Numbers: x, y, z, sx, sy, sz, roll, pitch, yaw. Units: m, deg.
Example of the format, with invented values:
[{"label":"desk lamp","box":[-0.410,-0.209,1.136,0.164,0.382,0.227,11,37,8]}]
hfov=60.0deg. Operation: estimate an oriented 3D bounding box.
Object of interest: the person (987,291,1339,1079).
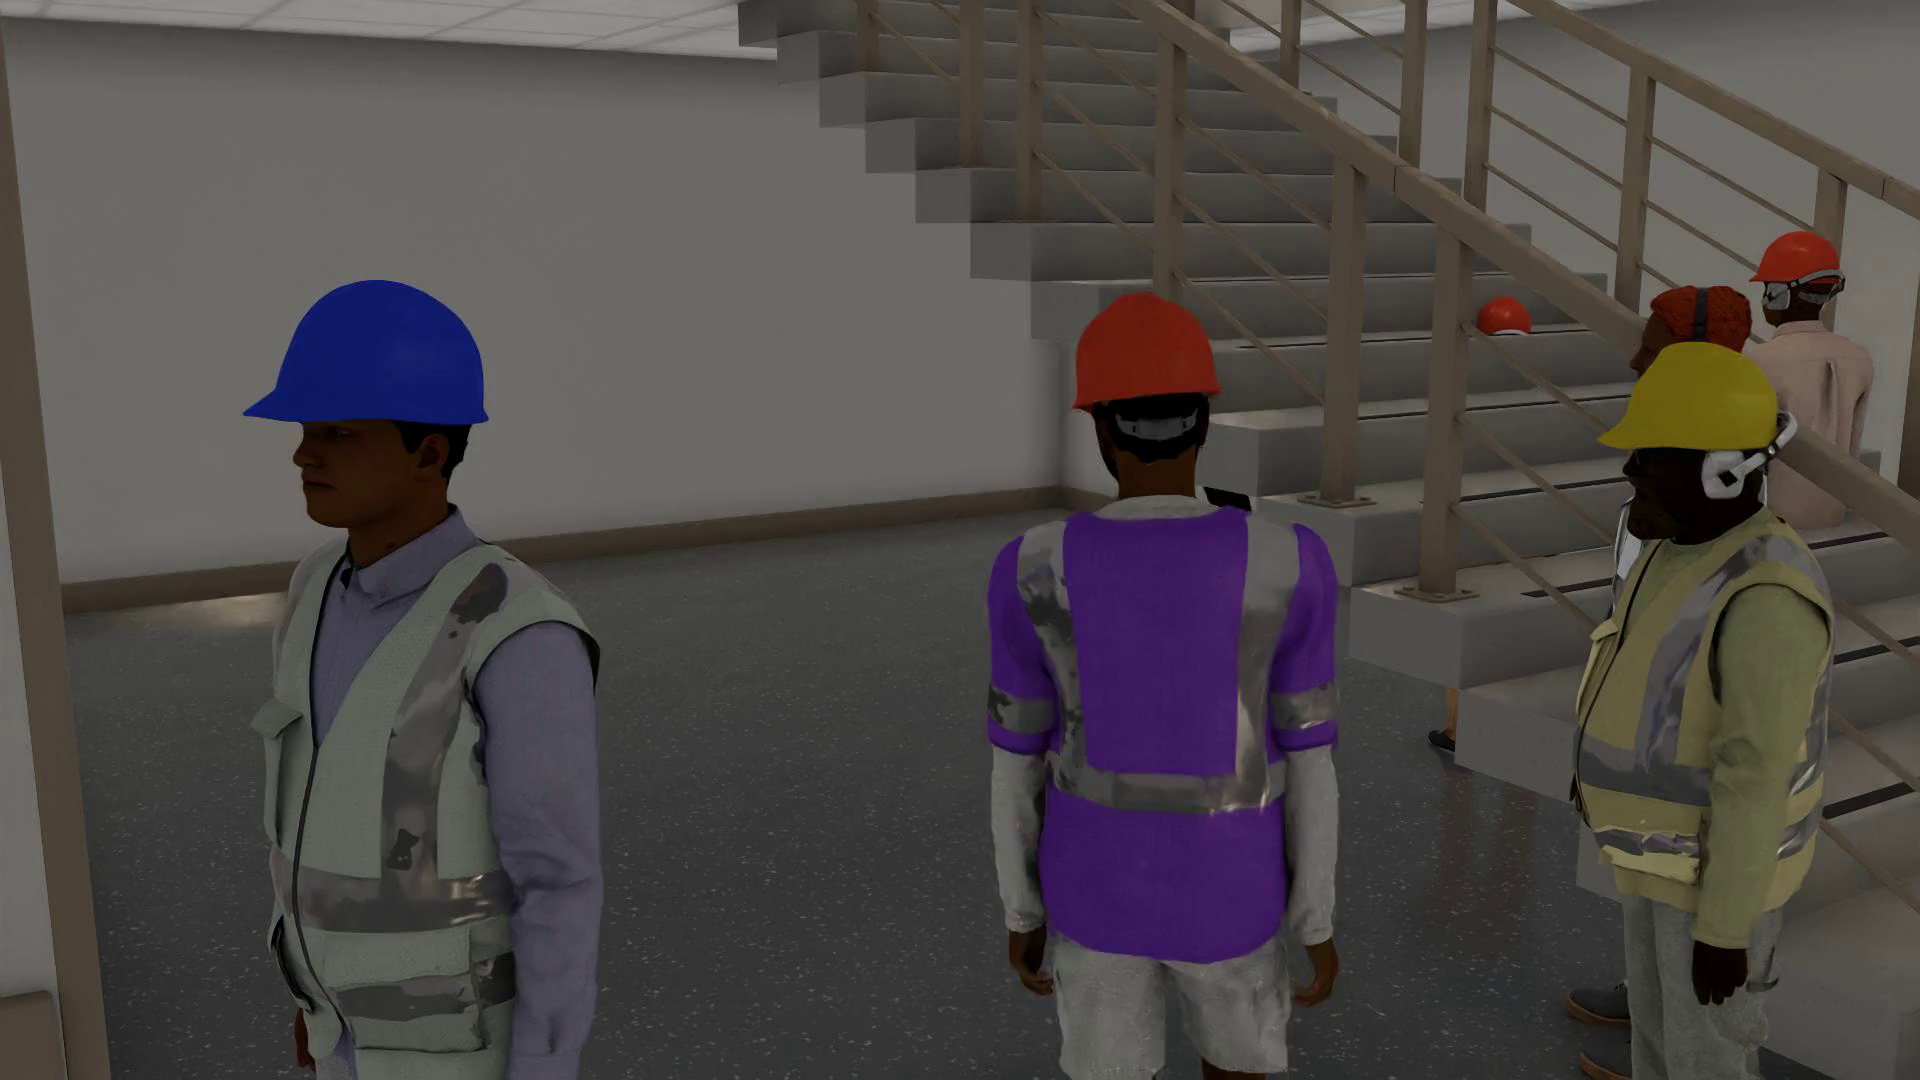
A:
[{"label":"person","box":[0.326,0.566,2.691,0.567,1.916,0.426,2,11,10]}]

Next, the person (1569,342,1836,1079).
[{"label":"person","box":[1.303,0.561,2.987,0.405,1.823,0.590,1,11,6]}]

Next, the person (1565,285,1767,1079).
[{"label":"person","box":[1.678,0.354,3.900,0.361,1.883,0.574,4,11,18]}]

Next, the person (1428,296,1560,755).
[{"label":"person","box":[2.018,-0.041,6.321,0.574,1.749,0.344,-1,11,-4]}]

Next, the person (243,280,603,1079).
[{"label":"person","box":[-0.717,0.634,2.250,0.602,1.951,0.380,9,14,38]}]

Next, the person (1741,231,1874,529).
[{"label":"person","box":[2.813,-0.048,5.718,0.613,1.994,0.382,-5,12,-25]}]
